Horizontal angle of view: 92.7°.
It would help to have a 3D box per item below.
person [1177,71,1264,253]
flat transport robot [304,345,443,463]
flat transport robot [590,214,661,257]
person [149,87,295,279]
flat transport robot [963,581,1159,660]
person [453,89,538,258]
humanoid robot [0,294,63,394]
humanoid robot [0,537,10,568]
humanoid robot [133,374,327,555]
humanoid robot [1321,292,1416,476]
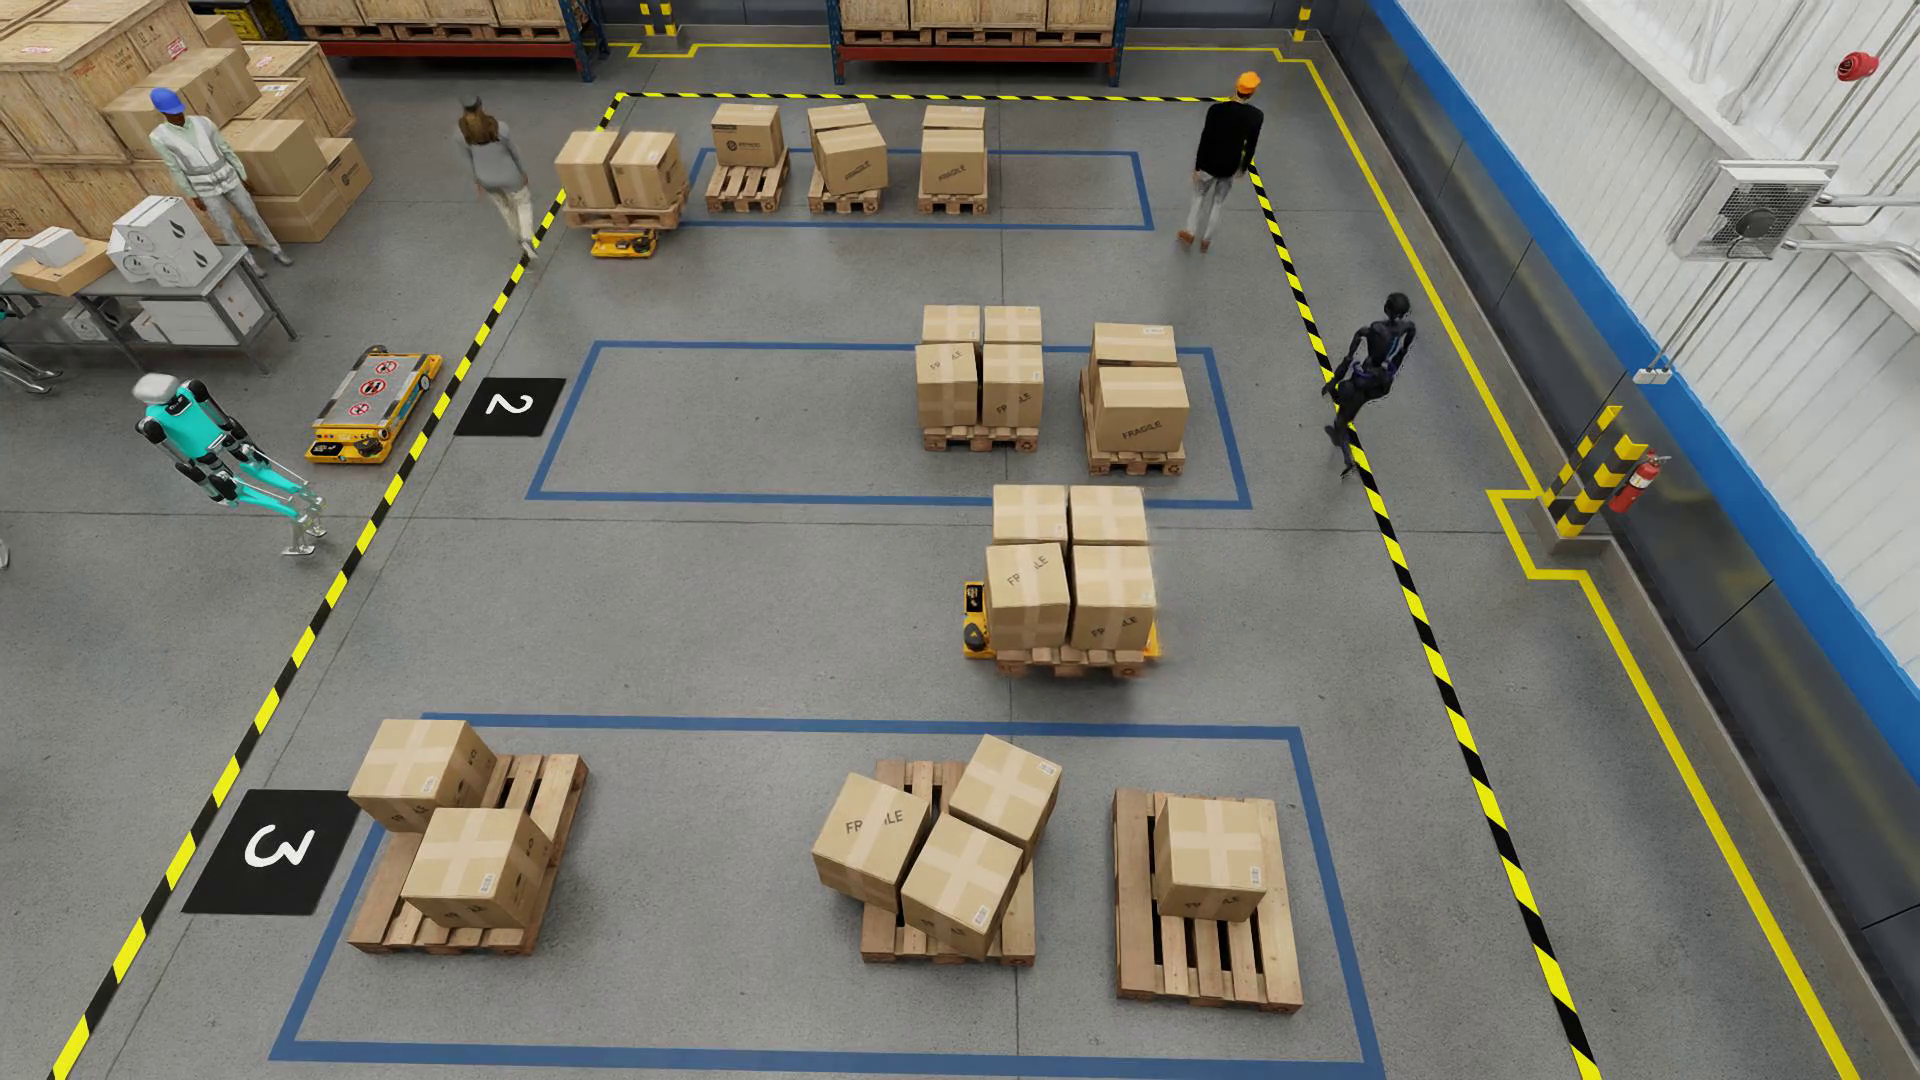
[{"bbox_3d":[2.787,-3.958,9.686,0.601,1.842,0.502,5,50,4],"label":"person"},{"bbox_3d":[-5.383,-1.269,8.441,0.659,0.231,1.431,1,50,1],"label":"flat transport robot"},{"bbox_3d":[-3.724,-3.719,10.495,0.652,0.197,1.431,1,50,1],"label":"flat transport robot"},{"bbox_3d":[-7.561,-3.620,9.340,0.407,1.940,0.602,30,56,23],"label":"person"},{"bbox_3d":[0.745,0.567,6.869,1.431,0.197,0.652,1,50,1],"label":"flat transport robot"},{"bbox_3d":[-4.830,-3.804,9.616,0.570,1.750,0.664,-9,50,-8],"label":"person"},{"bbox_3d":[-8.744,-2.020,8.026,0.735,1.677,0.533,-6,50,-5],"label":"humanoid robot"},{"bbox_3d":[-7.748,-0.367,6.789,0.543,1.895,0.743,-25,54,-20],"label":"humanoid robot"},{"bbox_3d":[-5.190,-0.497,6.737,0.735,1.678,0.533,8,50,7],"label":"humanoid robot"},{"bbox_3d":[3.372,-1.291,7.546,0.603,1.631,0.648,-7,50,-6],"label":"humanoid robot"}]
